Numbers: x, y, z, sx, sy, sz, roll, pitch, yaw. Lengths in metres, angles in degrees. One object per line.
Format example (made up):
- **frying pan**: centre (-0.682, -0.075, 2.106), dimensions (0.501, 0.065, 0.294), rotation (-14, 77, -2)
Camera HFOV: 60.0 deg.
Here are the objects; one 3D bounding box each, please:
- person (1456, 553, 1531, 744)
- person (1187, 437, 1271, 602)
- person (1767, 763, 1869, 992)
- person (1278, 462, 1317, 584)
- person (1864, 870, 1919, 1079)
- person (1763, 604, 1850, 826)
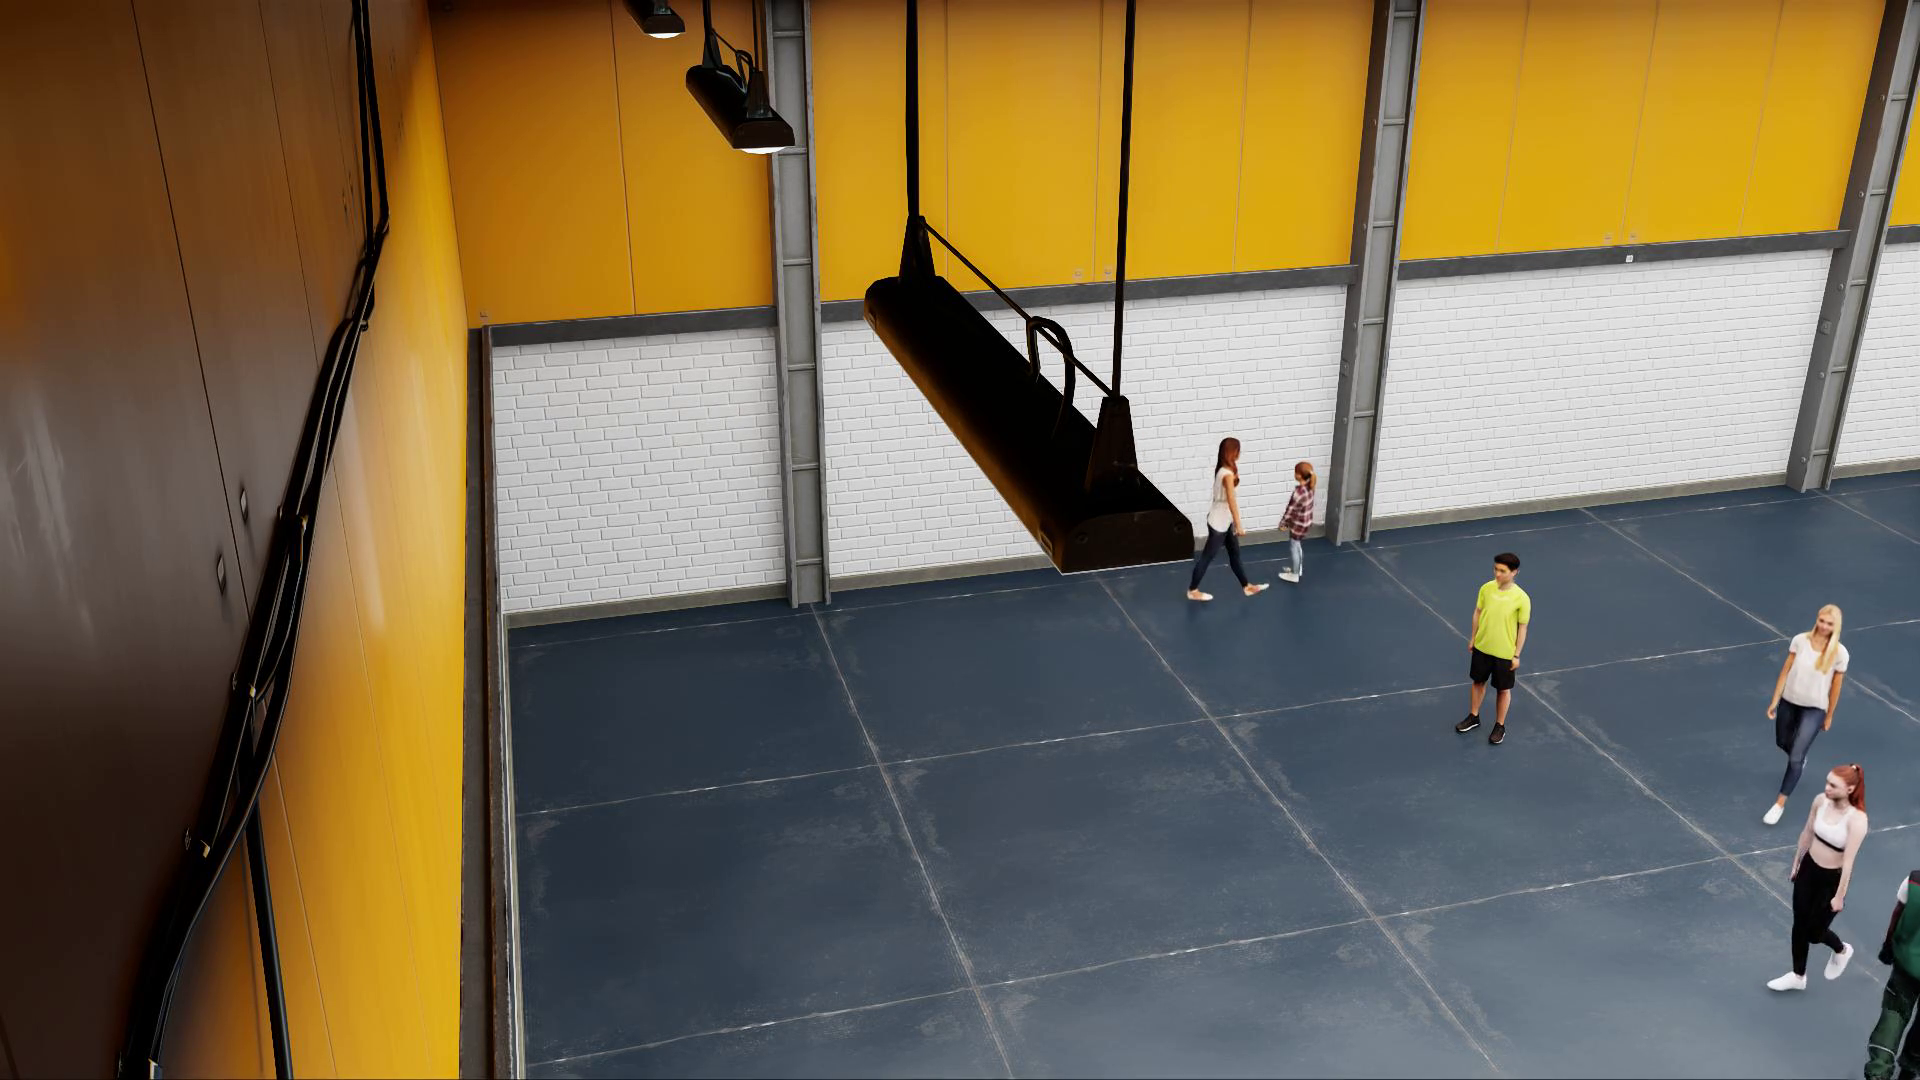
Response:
- **person**: centre (4.557, 0.885, 14.124), dimensions (0.700, 1.709, 0.710), rotation (20, 31, 39)
- **person**: centre (2.479, -0.168, 16.484), dimensions (1.128, 1.749, 0.850), rotation (2, 24, 4)
- **person**: centre (5.773, 2.245, 10.983), dimensions (0.780, 1.732, 0.585), rotation (-6, 24, -13)
- **person**: centre (3.512, -0.168, 17.044), dimensions (0.715, 1.300, 0.647), rotation (17, 29, 34)
- **person**: centre (5.796, 2.621, 10.015), dimensions (1.020, 1.819, 1.156), rotation (20, 31, 38)
- **person**: centre (6.644, 1.305, 13.071), dimensions (1.199, 1.782, 0.917), rotation (-19, 30, -37)
